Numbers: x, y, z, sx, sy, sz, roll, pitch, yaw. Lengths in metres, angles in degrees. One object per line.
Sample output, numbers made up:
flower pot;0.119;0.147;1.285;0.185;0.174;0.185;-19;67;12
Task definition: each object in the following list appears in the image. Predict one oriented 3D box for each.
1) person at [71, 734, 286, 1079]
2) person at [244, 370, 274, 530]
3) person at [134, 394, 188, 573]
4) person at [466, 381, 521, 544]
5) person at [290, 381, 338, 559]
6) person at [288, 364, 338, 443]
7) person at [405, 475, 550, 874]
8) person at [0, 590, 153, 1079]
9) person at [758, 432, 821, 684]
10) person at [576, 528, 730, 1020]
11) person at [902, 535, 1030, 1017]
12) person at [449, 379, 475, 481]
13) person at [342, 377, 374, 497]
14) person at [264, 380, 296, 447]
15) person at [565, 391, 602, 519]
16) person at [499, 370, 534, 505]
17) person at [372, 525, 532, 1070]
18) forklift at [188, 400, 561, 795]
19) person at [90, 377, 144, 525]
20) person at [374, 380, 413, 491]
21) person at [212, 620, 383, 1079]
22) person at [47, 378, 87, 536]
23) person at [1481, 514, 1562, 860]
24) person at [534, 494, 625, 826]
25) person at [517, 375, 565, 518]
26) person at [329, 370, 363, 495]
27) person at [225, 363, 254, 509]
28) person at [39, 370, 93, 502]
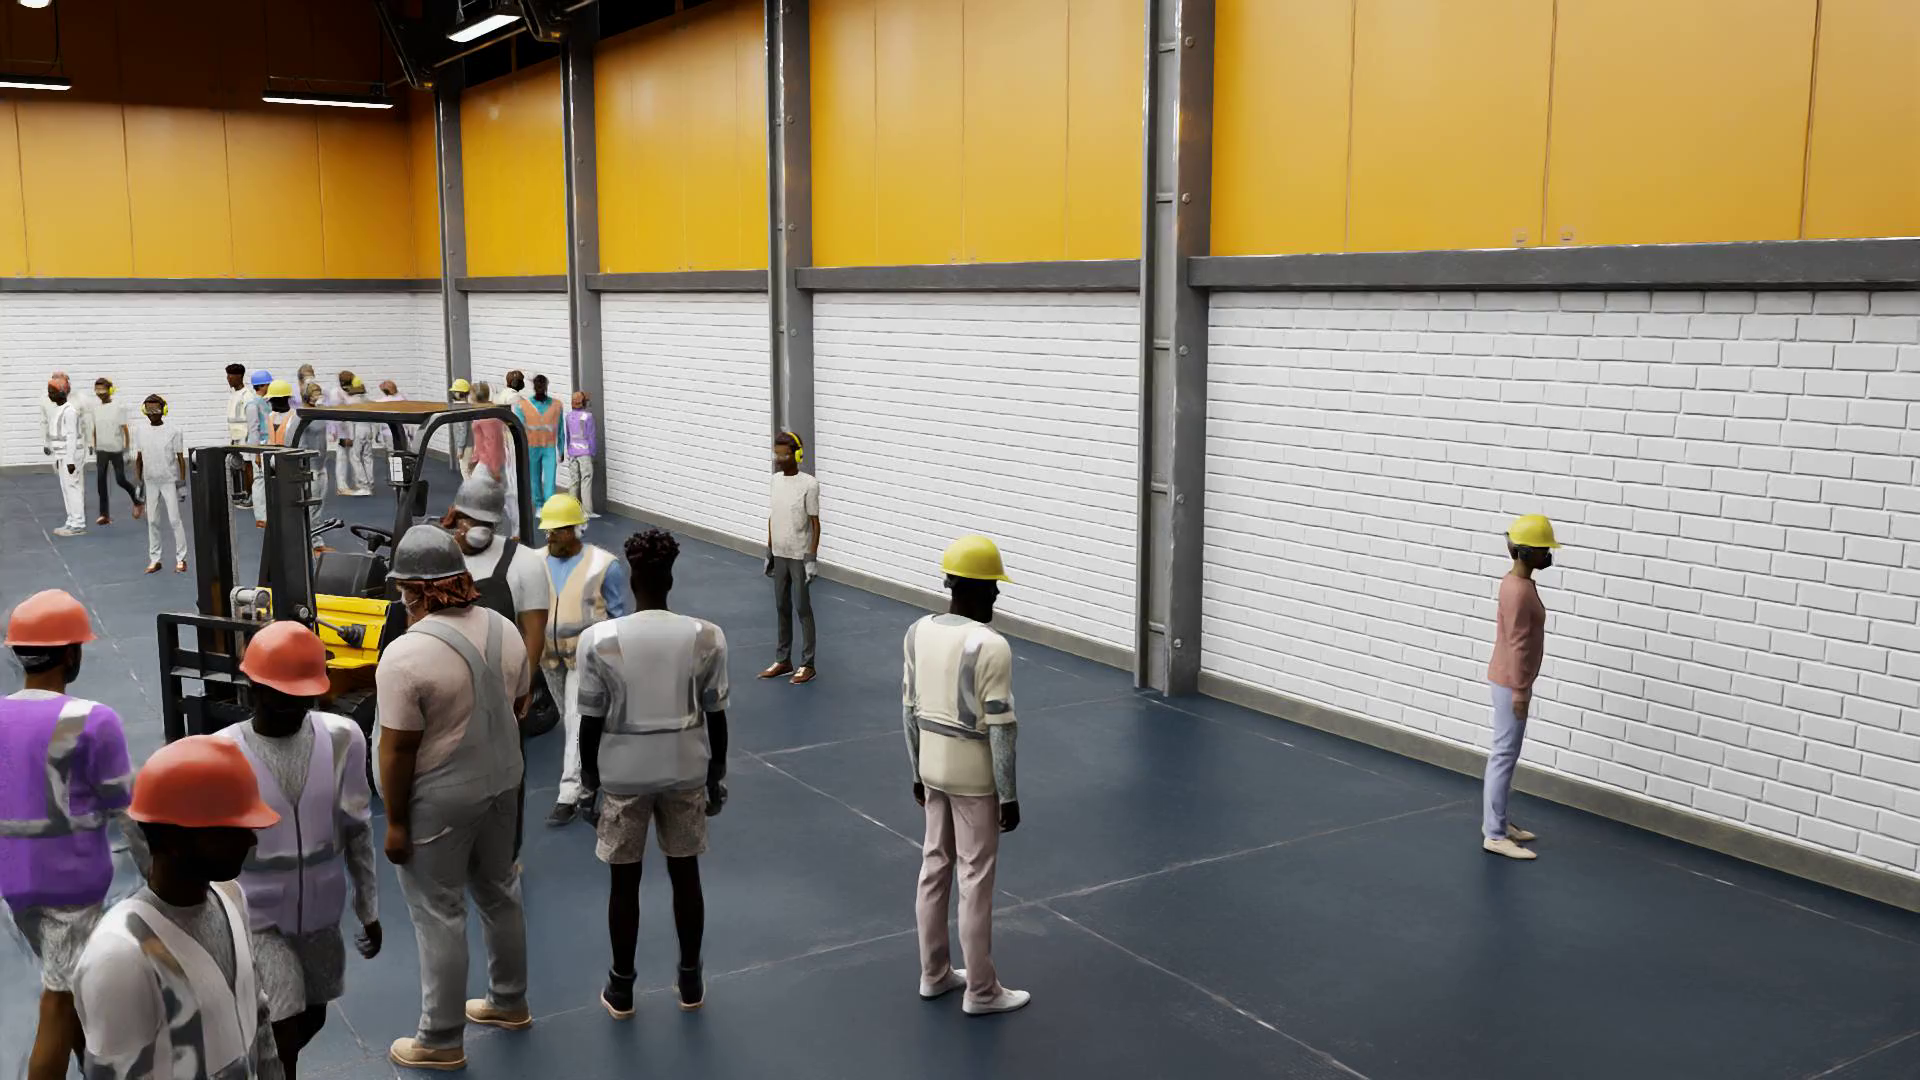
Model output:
person;-1.623;1.377;3.694;0.490;1.924;0.581;0;8;-1
person;-8.492;-1.097;20.297;0.377;1.950;0.612;-1;8;-5
person;-8.217;-0.575;17.120;0.509;1.858;0.342;0;8;-2
person;-5.390;-0.847;18.809;0.993;1.887;0.640;-1;8;-6
person;-7.060;-0.759;18.112;0.368;1.932;0.622;0;8;0
person;-8.886;-1.453;22.829;0.796;1.901;0.621;7;11;39
person;-2.351;0.672;8.076;0.703;2.000;0.549;-1;8;-4
person;-2.943;1.112;5.594;0.571;1.901;0.887;2;9;15
person;-1.254;0.129;12.314;0.521;1.870;0.328;7;11;38
person;-1.223;0.929;6.647;0.610;1.956;0.396;-3;9;-20
person;0.020;0.938;6.682;0.383;1.921;0.586;-8;11;-41
person;-6.481;-1.216;21.710;0.302;1.772;0.525;-2;9;-12
person;-8.525;-1.468;23.585;0.368;1.724;0.527;2;9;16
person;-7.480;-0.816;18.498;0.589;1.924;0.384;5;10;31
person;-4.840;-1.085;21.268;0.521;1.639;0.308;6;10;36
person;-6.023;-1.385;22.608;0.429;1.842;0.637;-5;10;-30
person;-1.955;0.937;6.288;0.536;2.000;0.684;4;9;25
forklift;-3.529;0.258;10.348;1.214;2.155;2.313;4;9;25
person;-10.630;-1.127;20.888;0.519;1.843;0.741;1;8;5
person;-8.276;-1.525;24.289;0.520;1.618;0.486;-6;10;-35
person;-2.189;1.157;5.336;0.536;1.896;0.904;-7;11;-41
person;-10.629;-0.985;19.795;0.358;1.879;0.586;-7;11;-39
person;2.883;0.739;8.551;0.331;1.765;0.533;3;9;18
person;-2.176;0.618;9.317;0.594;1.786;0.958;2;9;12
person;-5.285;-1.157;21.015;0.602;1.862;1.026;-3;9;-18
person;-8.701;-1.514;23.635;0.586;1.798;0.652;4;9;24
person;-9.617;-1.394;22.295;0.374;1.957;0.611;-7;11;-41
person;-11.803;-1.319;22.055;0.657;1.882;0.686;-1;9;-8
